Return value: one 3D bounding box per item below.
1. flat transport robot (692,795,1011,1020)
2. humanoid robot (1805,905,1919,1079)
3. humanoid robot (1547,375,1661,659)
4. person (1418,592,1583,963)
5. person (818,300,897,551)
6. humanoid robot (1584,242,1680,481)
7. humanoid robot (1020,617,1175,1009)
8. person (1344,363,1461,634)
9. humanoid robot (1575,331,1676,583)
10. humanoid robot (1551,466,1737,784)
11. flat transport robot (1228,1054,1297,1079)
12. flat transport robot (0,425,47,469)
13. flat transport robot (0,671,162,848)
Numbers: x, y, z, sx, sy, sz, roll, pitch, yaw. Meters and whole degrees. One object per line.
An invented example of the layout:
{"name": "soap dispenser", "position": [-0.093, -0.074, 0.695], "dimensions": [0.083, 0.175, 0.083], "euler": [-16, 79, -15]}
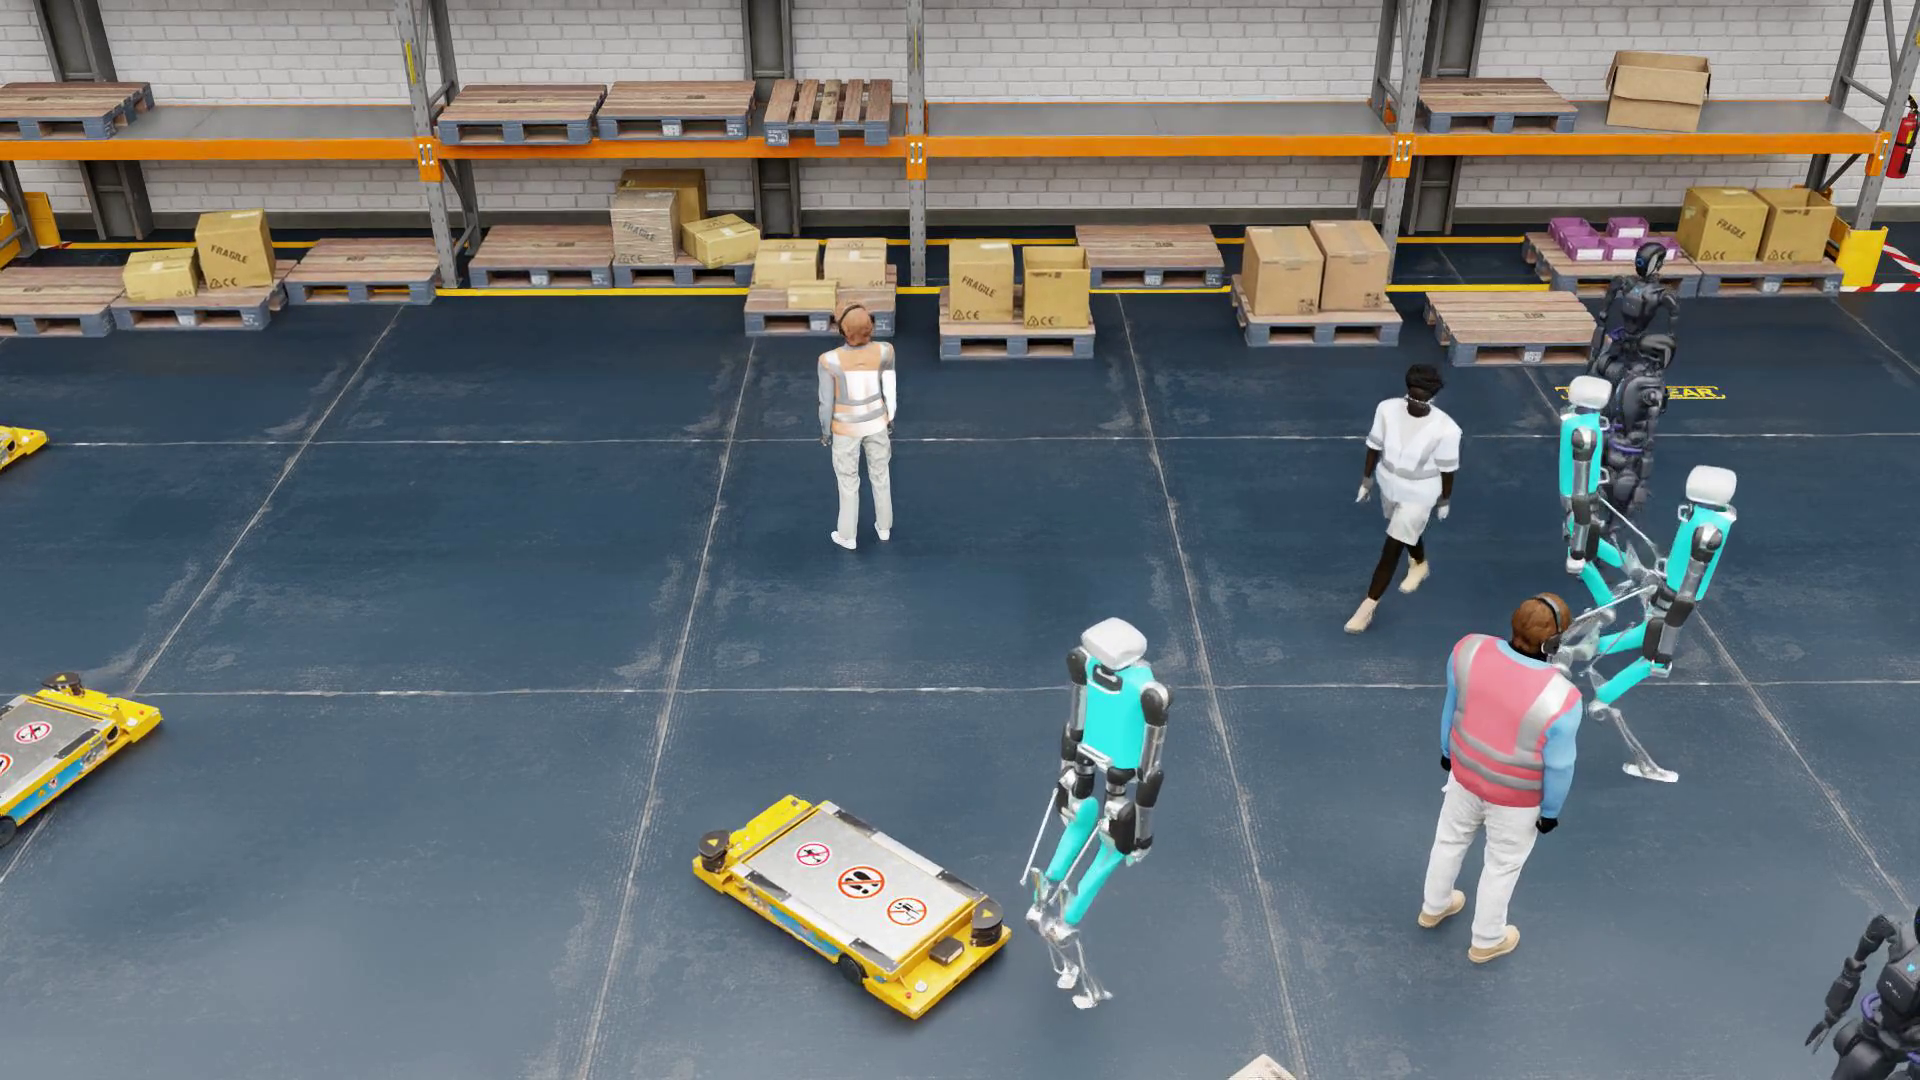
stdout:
{"name": "flat transport robot", "position": [-0.520, 1.633, 7.692], "dimensions": [1.431, 0.231, 0.659], "euler": [24, 38, 34]}
{"name": "humanoid robot", "position": [3.386, 1.869, 5.989], "dimensions": [0.688, 1.669, 0.601], "euler": [-10, 32, -16]}
{"name": "humanoid robot", "position": [3.652, -0.023, 9.046], "dimensions": [0.986, 1.758, 0.543], "euler": [8, 32, 13]}
{"name": "person", "position": [2.344, 1.020, 7.202], "dimensions": [0.431, 1.836, 0.629], "euler": [-23, 38, -33]}
{"name": "person", "position": [-0.620, -0.694, 10.229], "dimensions": [0.513, 1.644, 0.306], "euler": [-14, 34, -22]}
{"name": "humanoid robot", "position": [4.516, -1.213, 11.084], "dimensions": [0.592, 1.639, 0.587], "euler": [-23, 38, -33]}
{"name": "humanoid robot", "position": [0.485, 1.208, 6.974], "dimensions": [0.726, 1.775, 0.565], "euler": [-24, 39, -34]}
{"name": "person", "position": [2.591, -0.301, 9.570], "dimensions": [0.871, 1.643, 0.527], "euler": [-23, 38, -34]}
{"name": "humanoid robot", "position": [3.941, -0.465, 9.817], "dimensions": [0.358, 1.641, 0.590], "euler": [2, 31, 4]}
{"name": "humanoid robot", "position": [3.270, 0.396, 8.375], "dimensions": [0.942, 1.796, 0.549], "euler": [12, 33, 19]}
{"name": "flat transport robot", "position": [1.131, 2.778, 5.785], "dimensions": [1.431, 0.231, 0.659], "euler": [-23, 38, -33]}
{"name": "flat transport robot", "position": [-6.904, -0.445, 11.152], "dimensions": [0.659, 0.231, 1.431], "euler": [7, 32, 11]}
{"name": "flat transport robot", "position": [-4.846, 1.187, 8.435], "dimensions": [0.659, 0.231, 1.431], "euler": [11, 33, 17]}
